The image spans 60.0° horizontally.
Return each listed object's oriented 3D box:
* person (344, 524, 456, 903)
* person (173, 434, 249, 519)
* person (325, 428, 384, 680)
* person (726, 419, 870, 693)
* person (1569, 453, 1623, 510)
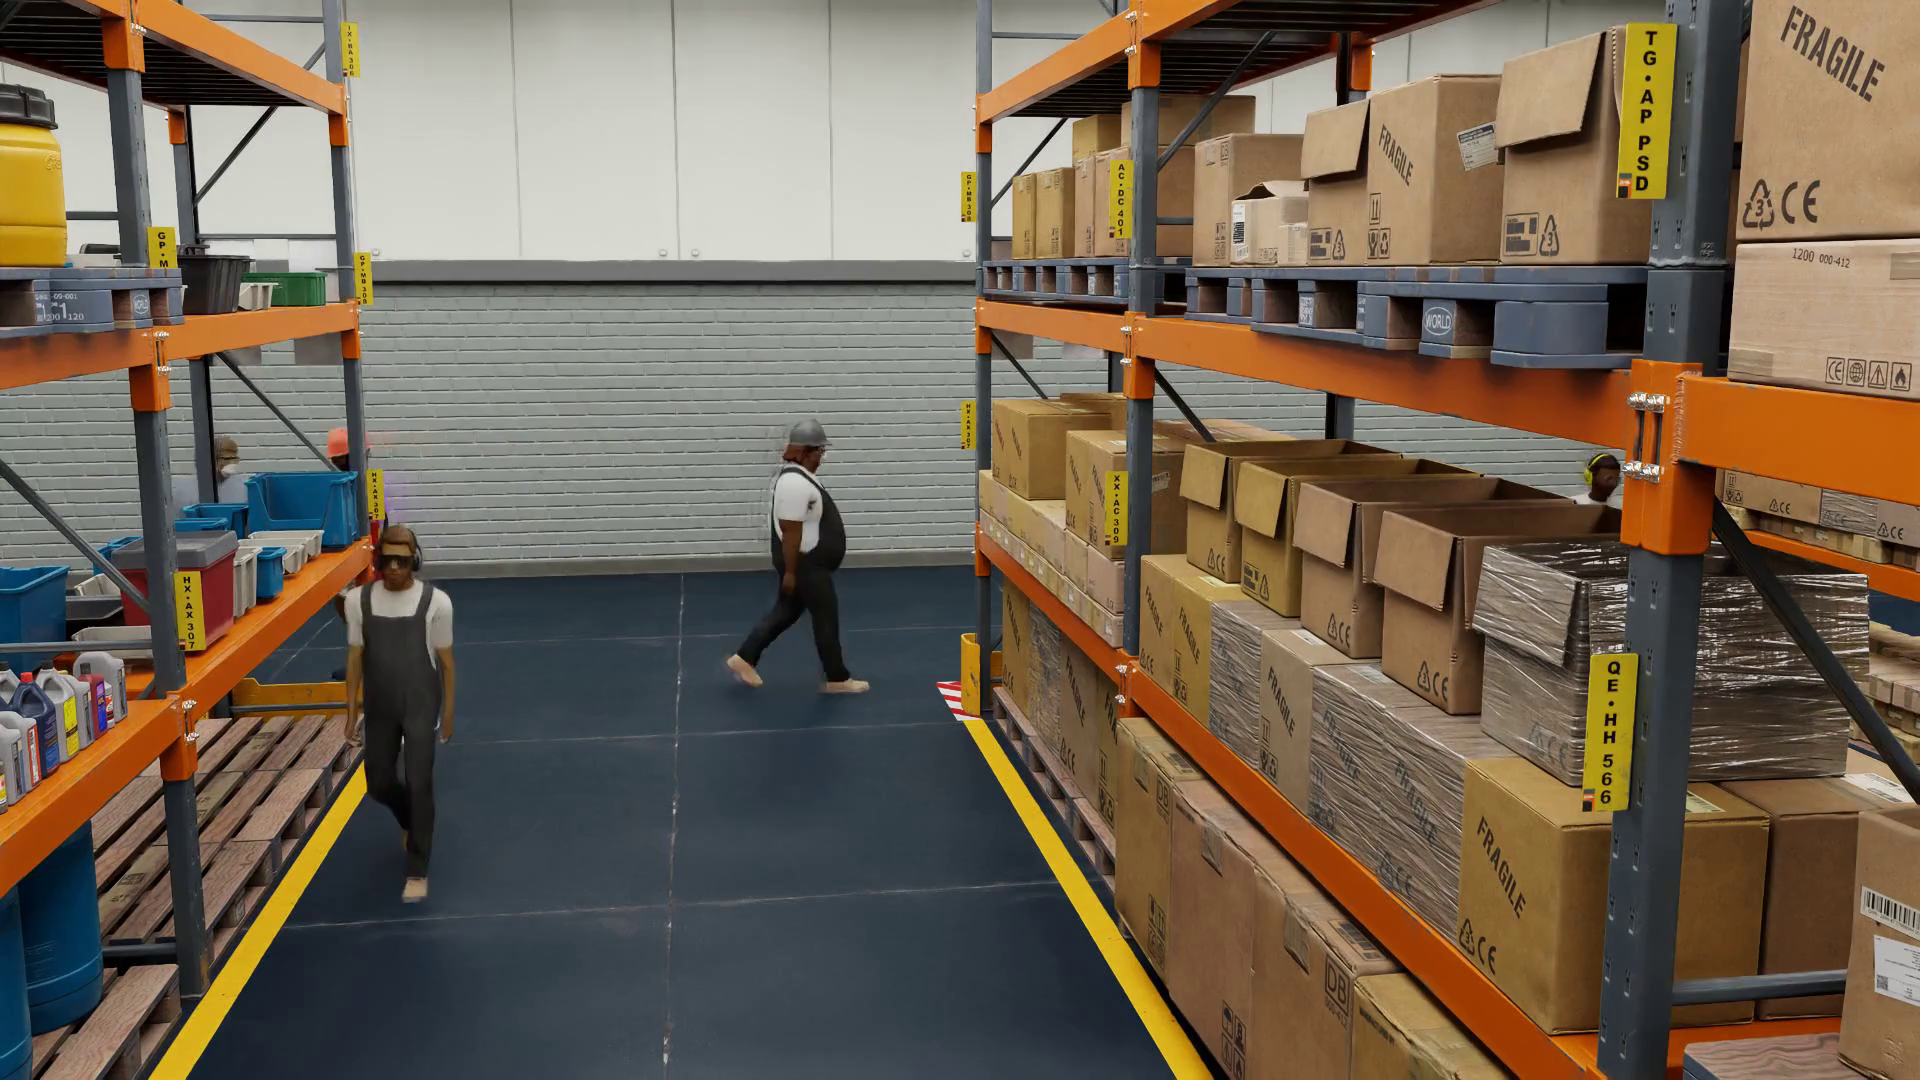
[{"bbox_3d":[-2.729,0.811,8.159,0.528,1.828,0.664,-1,9,-4],"label":"person"},{"bbox_3d":[-5.208,0.212,11.572,0.636,1.914,0.669,5,11,29],"label":"person"},{"bbox_3d":[-4.427,0.137,12.084,0.637,1.904,0.537,-2,10,-14],"label":"person"},{"bbox_3d":[-1.201,0.093,11.926,0.988,2.000,0.694,-1,9,-6],"label":"person"},{"bbox_3d":[4.272,0.326,11.194,0.531,1.805,0.995,-1,9,-7],"label":"person"}]
